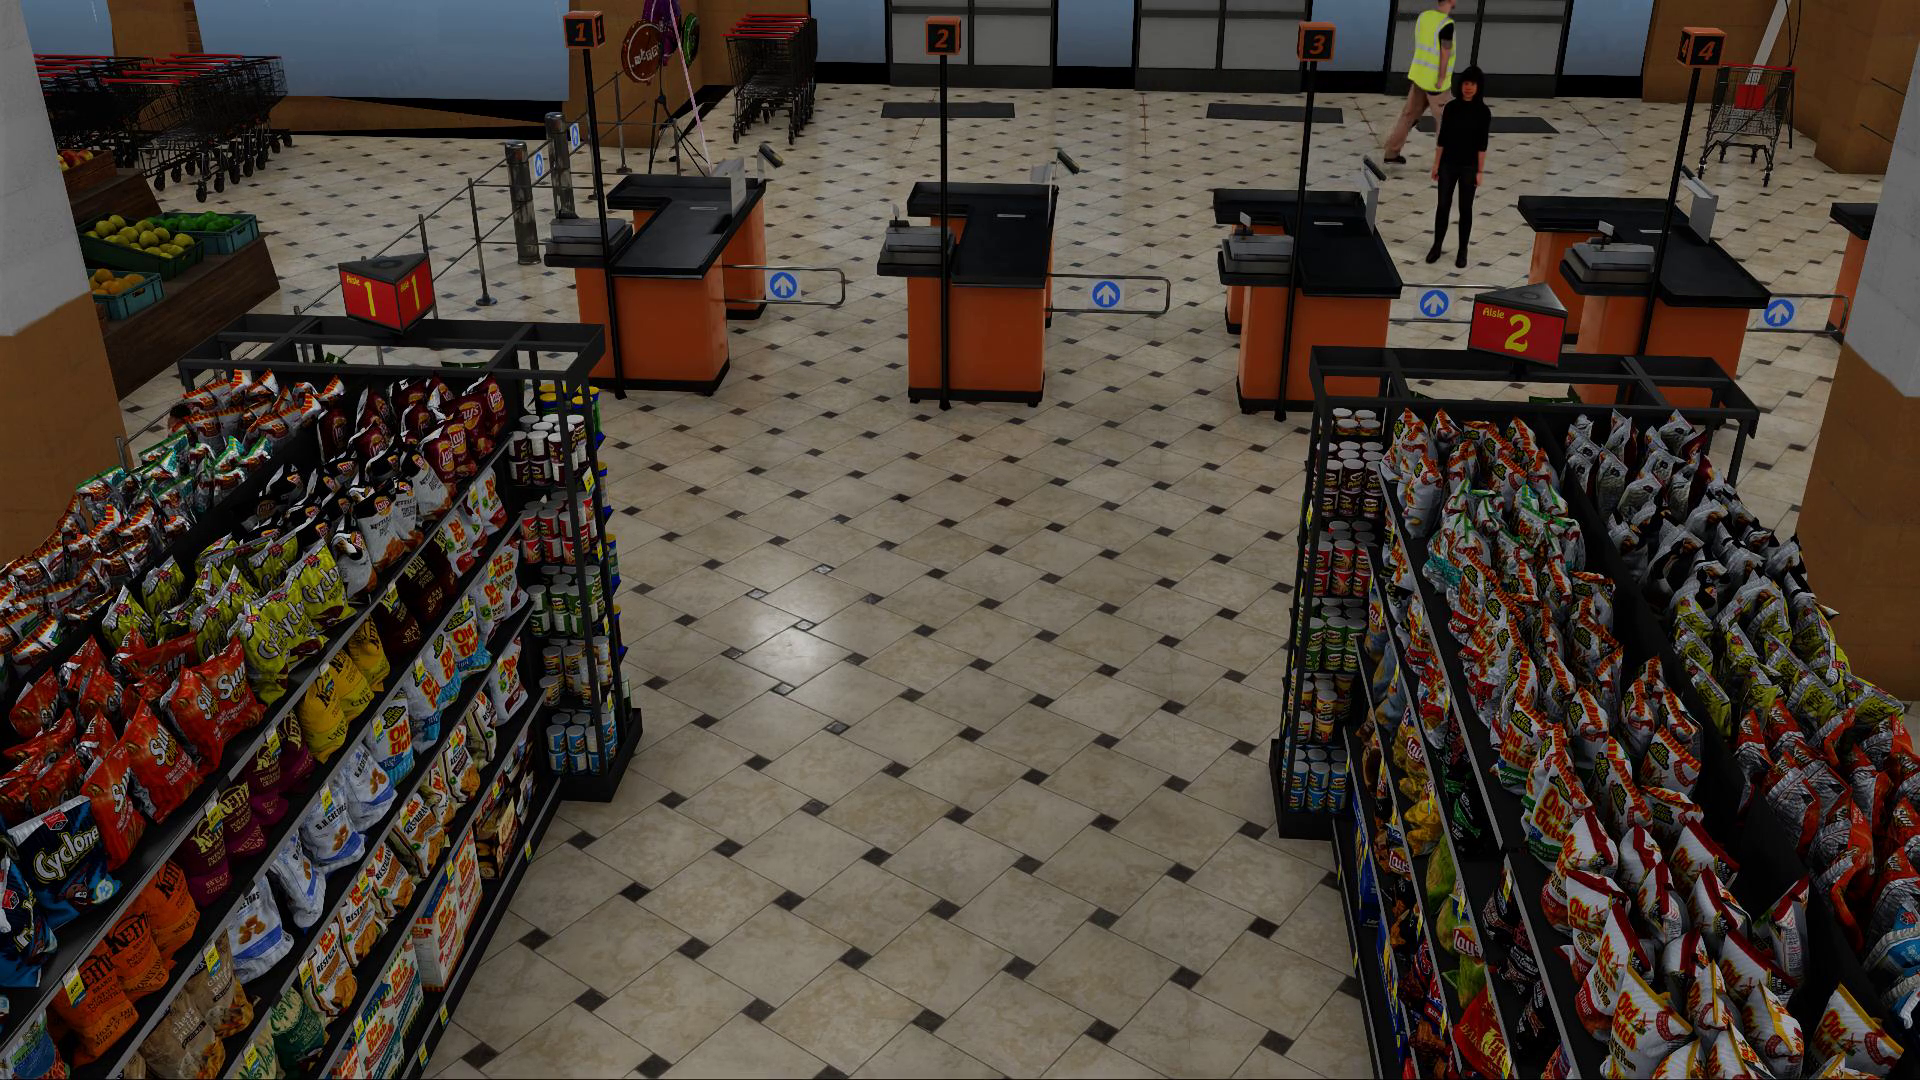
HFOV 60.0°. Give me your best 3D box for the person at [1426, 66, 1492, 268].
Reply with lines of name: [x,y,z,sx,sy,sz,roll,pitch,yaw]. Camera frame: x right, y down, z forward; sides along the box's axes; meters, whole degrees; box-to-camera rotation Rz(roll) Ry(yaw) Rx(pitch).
person: [4.142,-3.100,13.776,0.644,1.639,0.646,15,31,27]

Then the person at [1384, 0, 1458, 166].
person: [4.605,-4.563,16.473,1.166,1.808,1.223,-13,30,-24]
